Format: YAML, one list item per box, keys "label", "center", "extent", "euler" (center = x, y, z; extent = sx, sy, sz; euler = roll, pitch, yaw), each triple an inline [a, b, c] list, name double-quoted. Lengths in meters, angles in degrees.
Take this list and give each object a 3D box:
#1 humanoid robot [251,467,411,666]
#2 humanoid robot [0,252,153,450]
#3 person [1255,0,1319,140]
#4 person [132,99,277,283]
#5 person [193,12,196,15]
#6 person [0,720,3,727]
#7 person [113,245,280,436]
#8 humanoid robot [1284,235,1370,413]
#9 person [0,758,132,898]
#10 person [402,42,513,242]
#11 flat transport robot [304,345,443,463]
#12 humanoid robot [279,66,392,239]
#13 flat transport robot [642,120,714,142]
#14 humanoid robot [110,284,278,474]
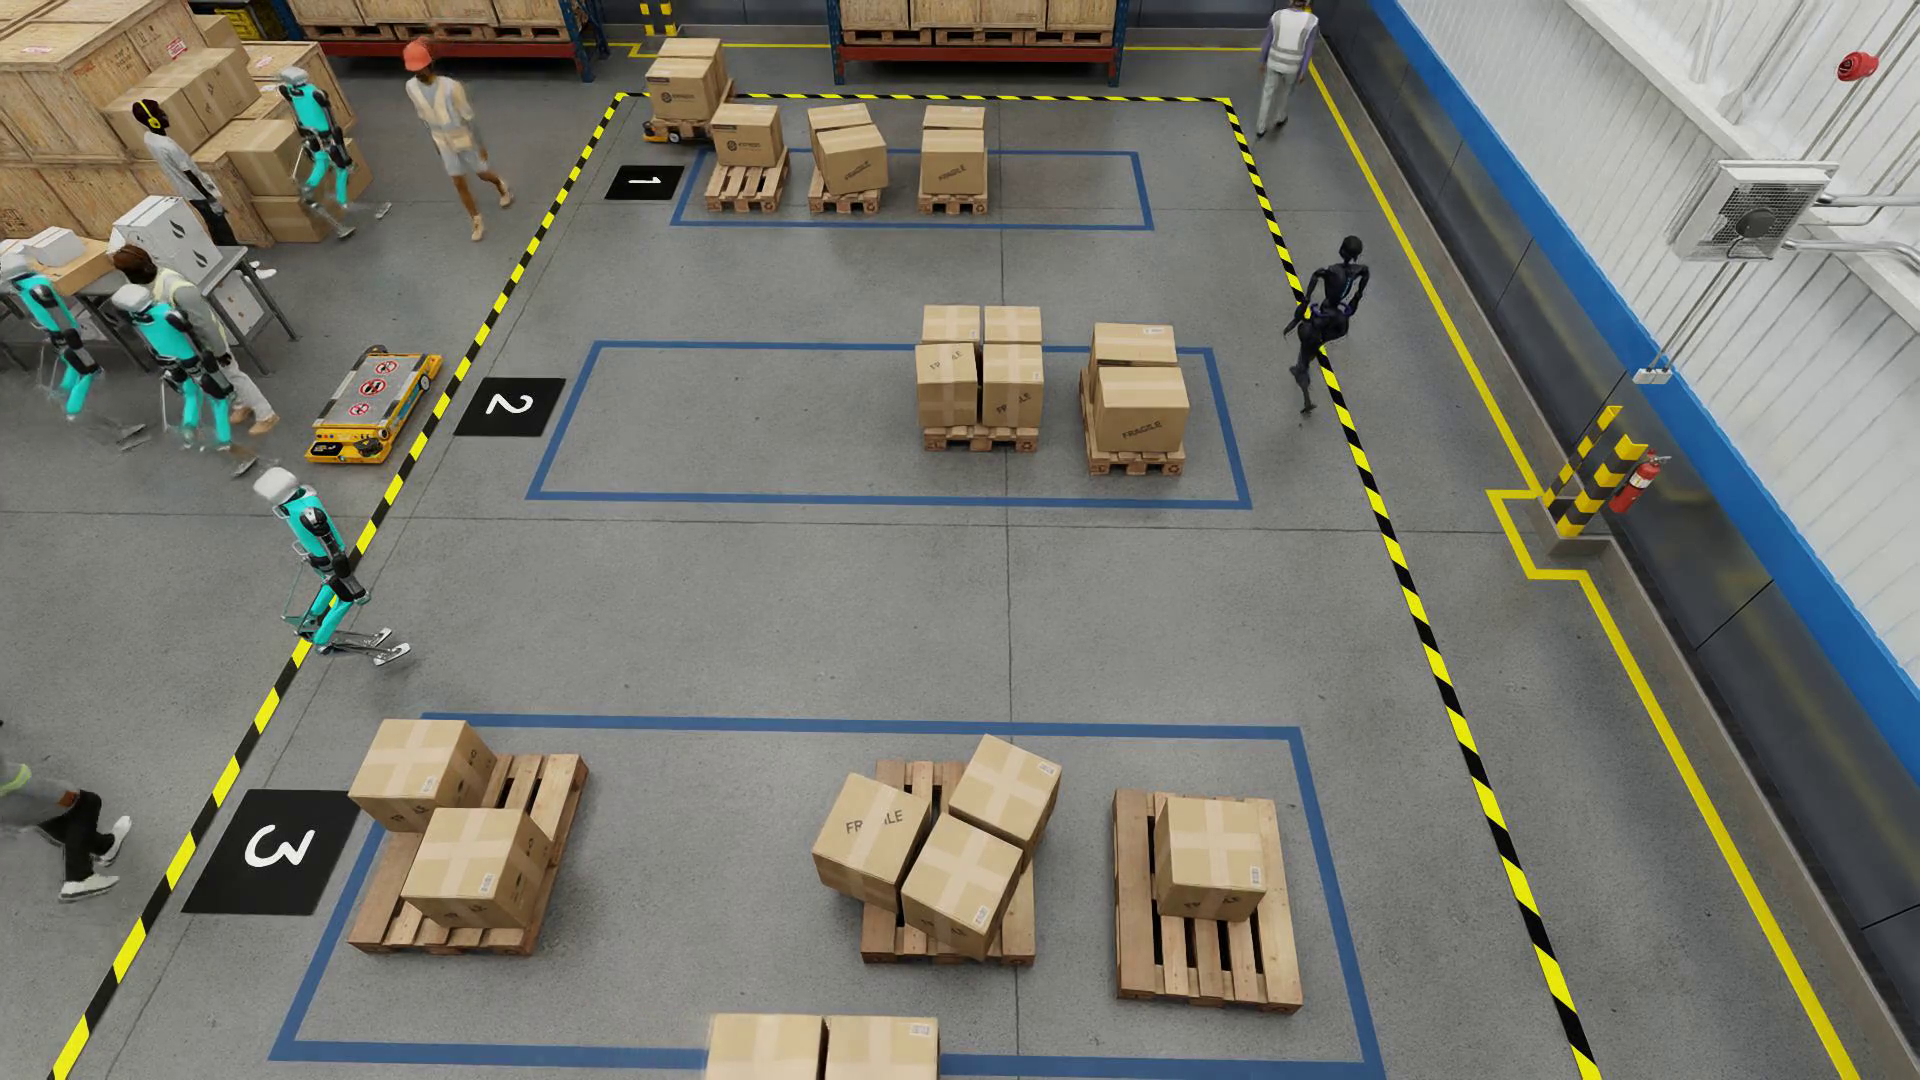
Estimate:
- label: "humanoid robot"
  center: [-4.295, 0.302, 6.059]
  extent: [0.533, 1.680, 0.735]
  euler: [33, 57, 25]
- label: "humanoid robot"
  center: [-7.513, -1.465, 7.643]
  extent: [0.532, 1.787, 0.690]
  euler: [30, 56, 23]
- label: "person"
  center: [4.073, -6.001, 11.438]
  extent: [0.611, 1.799, 0.784]
  euler: [20, 53, 16]
- label: "person"
  center: [-7.691, -3.498, 9.278]
  extent: [0.519, 1.869, 0.317]
  euler: [27, 55, 21]
- label: "person"
  center: [-10.662, -7.108, 12.305]
  extent: [0.391, 1.913, 0.588]
  euler: [30, 56, 23]
- label: "person"
  center: [-6.822, 0.857, 5.660]
  extent: [0.325, 1.766, 0.532]
  euler: [-10, 50, -8]
- label: "person"
  center: [-6.464, -1.687, 7.775]
  extent: [0.645, 1.826, 0.429]
  euler: [17, 52, 14]
- label: "humanoid robot"
  center: [3.230, -1.895, 8.084]
  extent: [0.589, 1.654, 0.737]
  euler: [-7, 50, -6]
- label: "person"
  center: [-5.349, 1.450, 5.113]
  extent: [0.601, 1.834, 0.527]
  euler: [-2, 50, -2]
- label: "person"
  center: [-5.437, -4.364, 9.921]
  extent: [0.613, 2.013, 0.932]
  euler: [0, 50, 0]
- label: "flat transport robot"
  center: [-5.383, -1.269, 8.441]
  extent: [0.659, 0.231, 1.431]
  euler: [1, 50, 1]
- label: "humanoid robot"
  center: [-6.867, -4.067, 9.847]
  extent: [0.549, 1.747, 0.966]
  euler: [13, 51, 11]
- label: "flat transport robot"
  center: [-3.358, -5.445, 11.956]
  extent: [1.431, 0.197, 0.652]
  euler: [1, 50, 1]
- label: "humanoid robot"
  center: [-6.208, -1.118, 7.386]
  extent: [0.540, 1.859, 0.657]
  euler: [8, 50, 7]
